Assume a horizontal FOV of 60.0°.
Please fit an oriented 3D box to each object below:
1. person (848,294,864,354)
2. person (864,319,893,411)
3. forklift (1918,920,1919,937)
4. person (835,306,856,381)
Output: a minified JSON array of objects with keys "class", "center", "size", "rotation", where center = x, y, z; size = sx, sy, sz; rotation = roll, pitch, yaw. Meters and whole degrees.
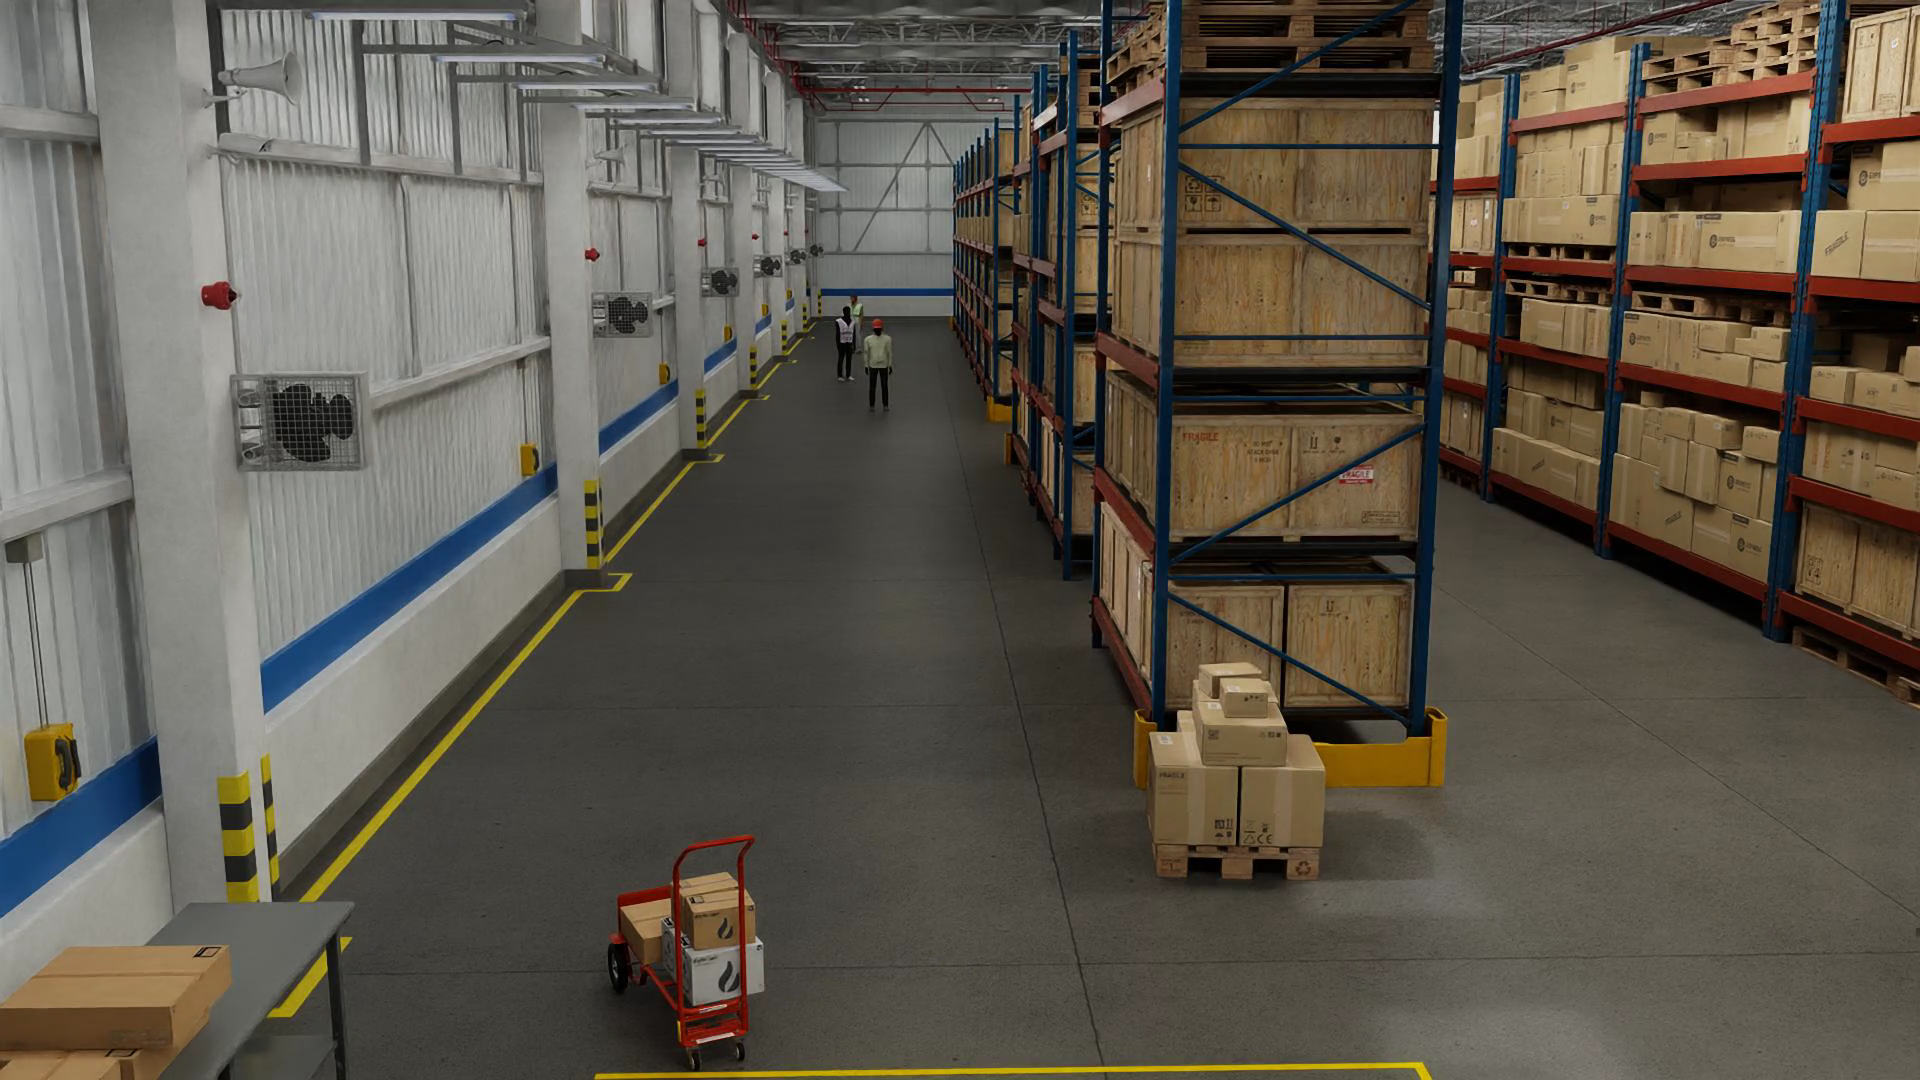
[{"class":"person","center":[-3.201,-6.636,51.082],"size":[0.565,1.841,0.384],"rotation":[7,13,32]},{"class":"person","center":[-1.745,-3.741,35.653],"size":[0.618,1.986,0.407],"rotation":[-1,11,-7]},{"class":"forklift","center":[5.946,1.070,8.282],"size":[1.129,2.768,1.873],"rotation":[0,11,-2]},{"class":"person","center":[-2.923,-5.016,42.490],"size":[0.590,1.912,0.385],"rotation":[-8,14,-36]}]
